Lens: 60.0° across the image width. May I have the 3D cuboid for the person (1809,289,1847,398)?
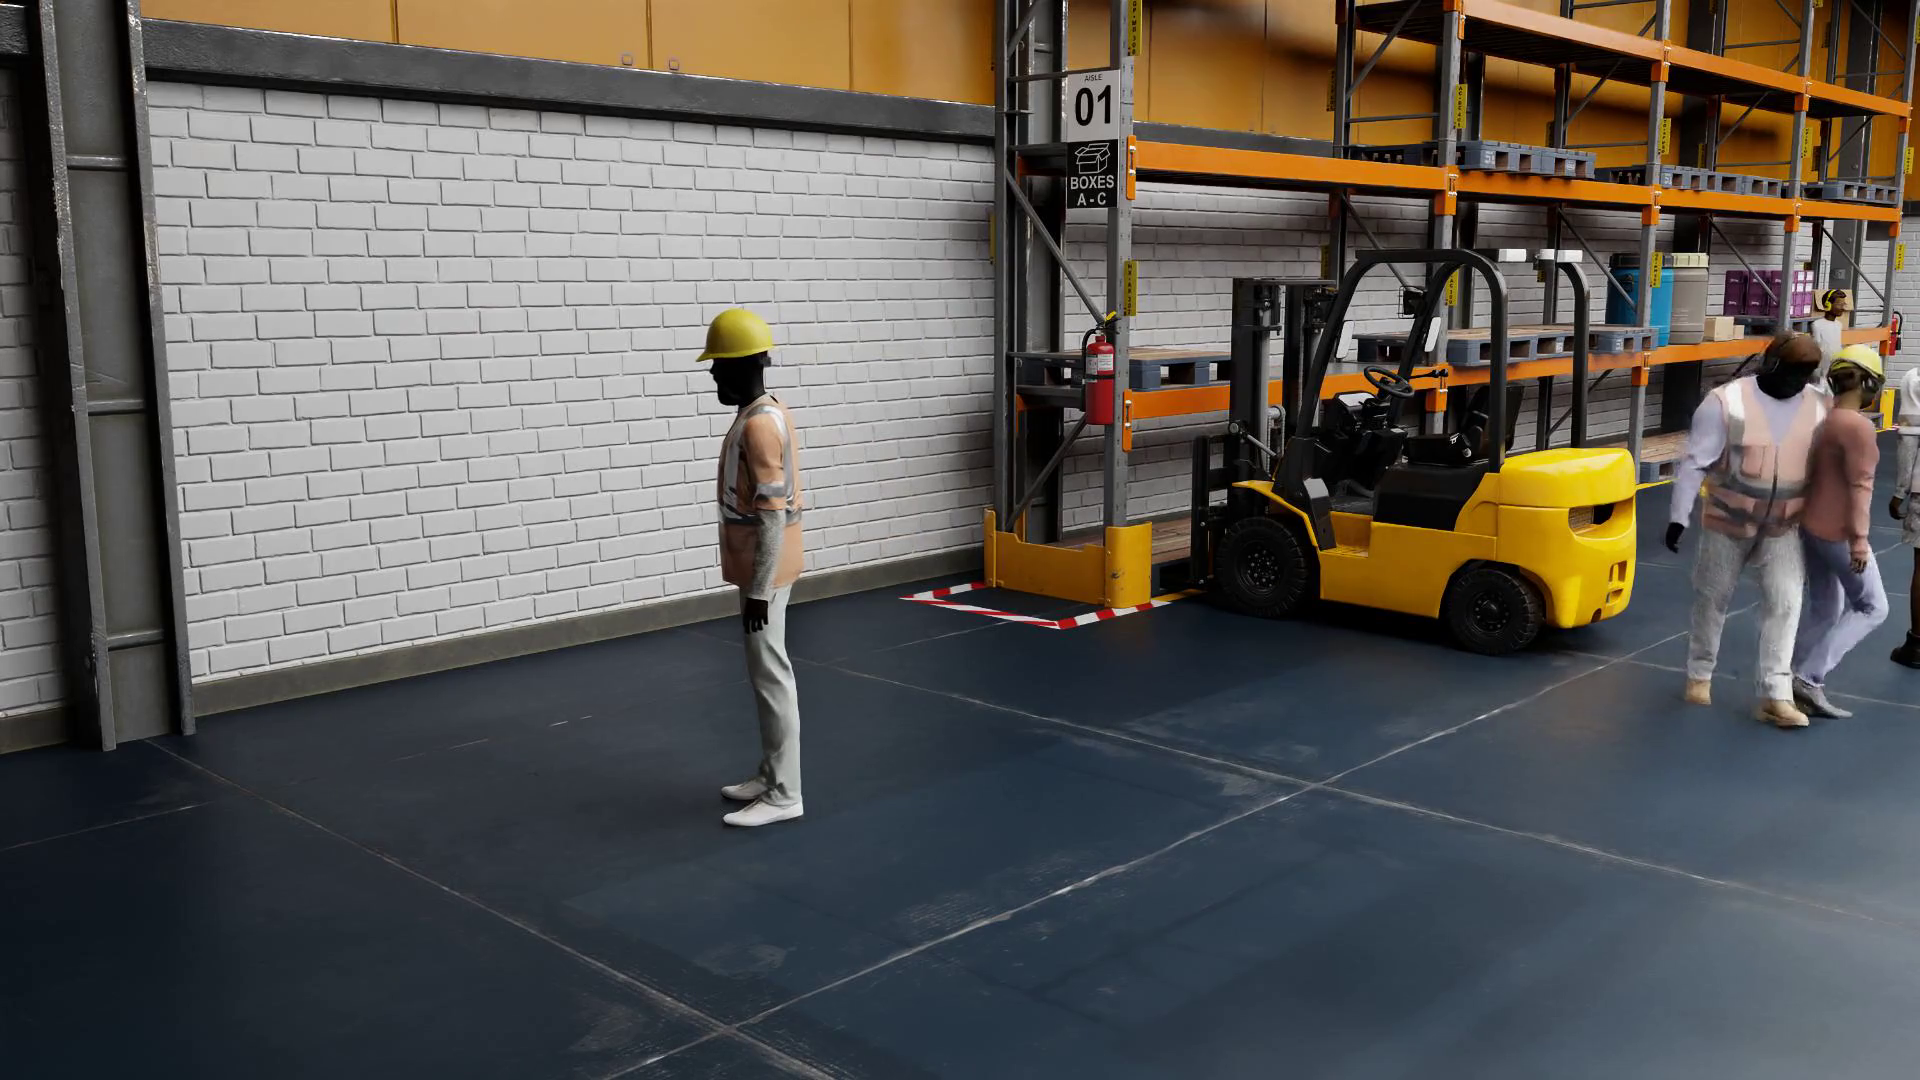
[{"bbox_3d":[9.006,-1.672,17.332,0.515,1.860,0.317,-6,11,-33],"label":"person"}]

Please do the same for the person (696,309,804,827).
[{"bbox_3d":[-0.774,0.107,6.209,0.383,1.922,0.593,-1,9,-8],"label":"person"}]

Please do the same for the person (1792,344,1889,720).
[{"bbox_3d":[4.008,-0.019,7.562,0.363,1.733,0.555,1,9,6],"label":"person"}]

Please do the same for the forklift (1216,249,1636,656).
[{"bbox_3d":[2.710,-0.584,9.626,2.313,2.155,1.214,9,13,43],"label":"forklift"}]

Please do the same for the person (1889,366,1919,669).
[{"bbox_3d":[5.104,-0.288,8.588,0.543,1.939,0.371,3,10,15],"label":"person"}]

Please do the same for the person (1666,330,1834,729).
[{"bbox_3d":[3.622,-0.061,7.649,0.772,1.786,0.827,2,9,9],"label":"person"}]
